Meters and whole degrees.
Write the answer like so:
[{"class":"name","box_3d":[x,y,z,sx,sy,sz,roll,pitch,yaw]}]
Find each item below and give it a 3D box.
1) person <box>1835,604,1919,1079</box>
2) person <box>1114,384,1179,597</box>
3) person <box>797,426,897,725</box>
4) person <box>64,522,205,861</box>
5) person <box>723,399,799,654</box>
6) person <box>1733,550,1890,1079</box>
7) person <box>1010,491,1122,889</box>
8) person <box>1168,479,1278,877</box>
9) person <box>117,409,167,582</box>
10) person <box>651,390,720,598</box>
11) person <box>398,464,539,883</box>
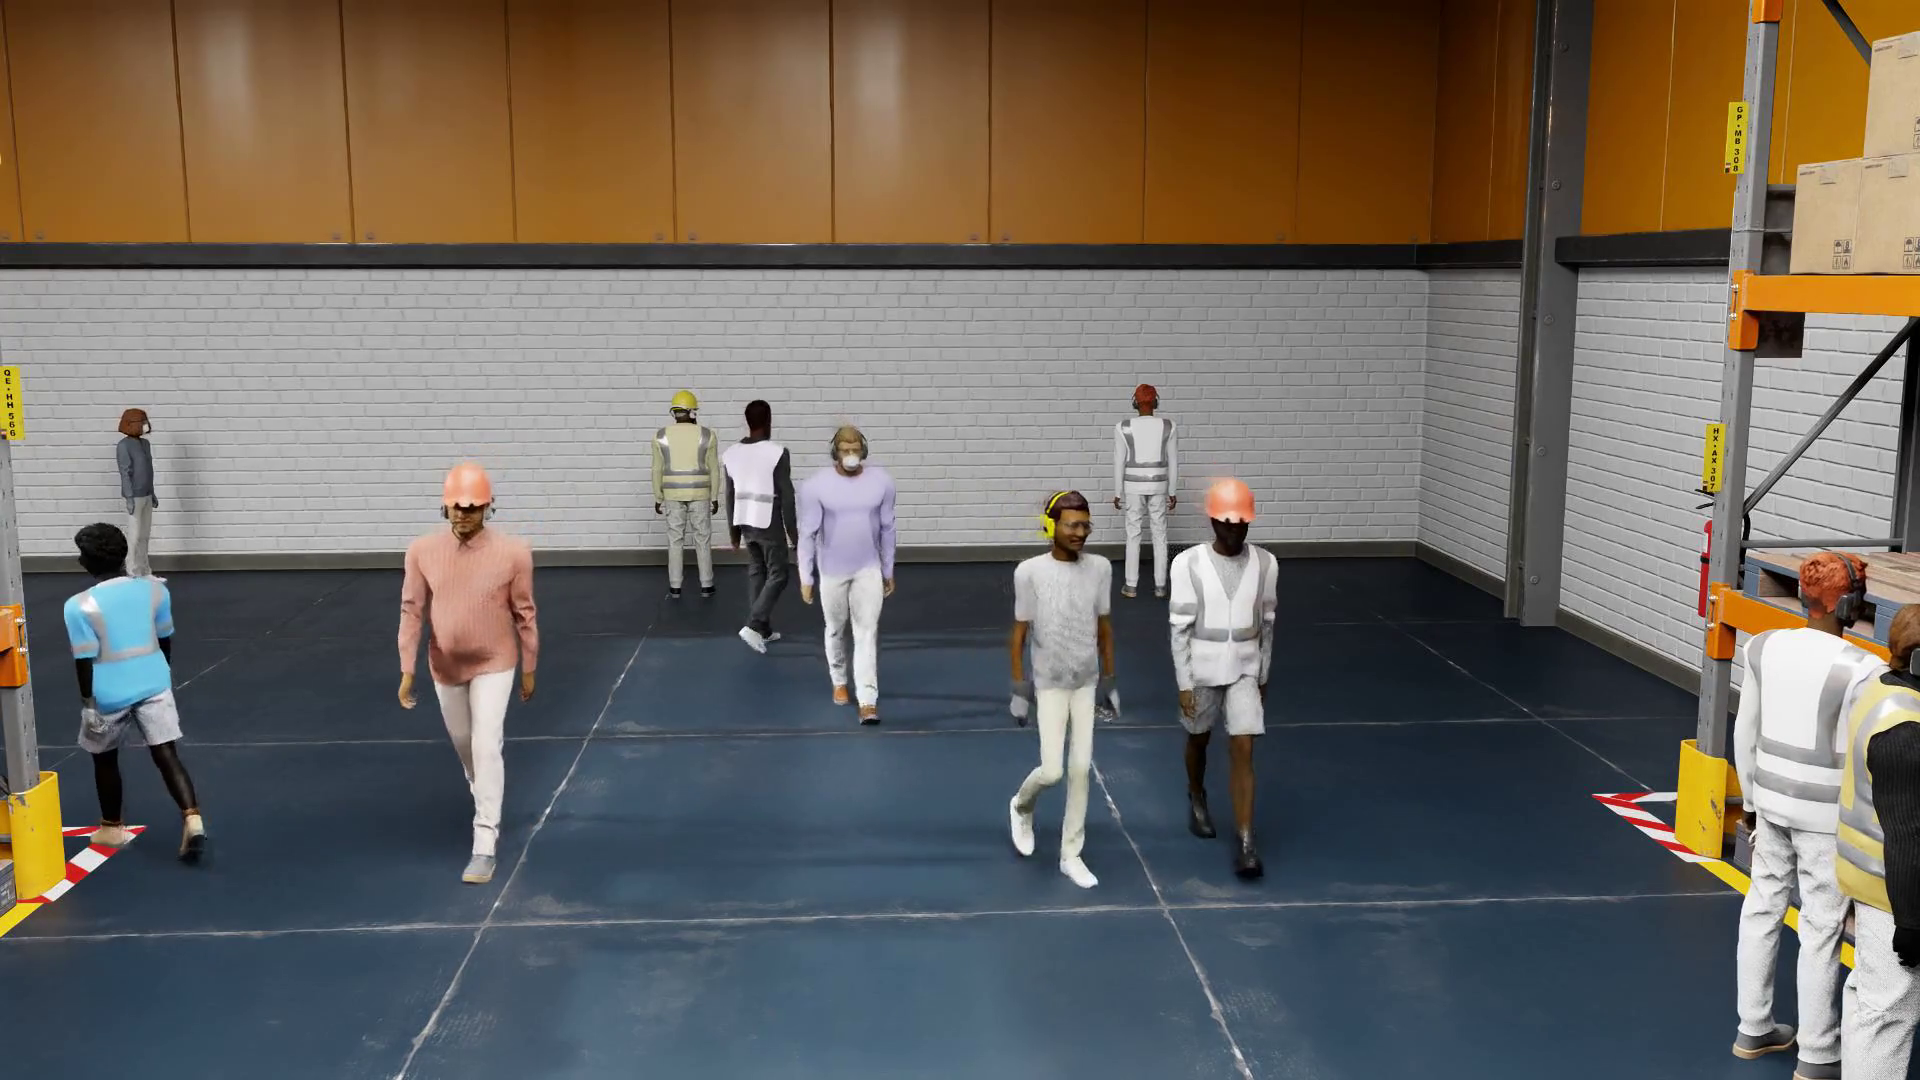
[{"class":"person","box_3d":[2.965,1.097,5.194,0.429,1.844,0.625,4,10,25]},{"class":"person","box_3d":[1.636,-0.424,14.662,0.582,1.889,0.427,0,9,-2]},{"class":"person","box_3d":[-0.714,0.209,10.650,0.654,1.882,1.044,-2,9,-11]},{"class":"person","box_3d":[-3.978,0.739,8.031,0.834,1.669,0.539,7,11,38]},{"class":"person","box_3d":[-1.510,-0.105,12.569,0.615,1.917,0.605,6,11,32]},{"class":"person","box_3d":[2.992,0.970,5.865,0.358,1.882,0.574,-4,10,-22]},{"class":"person","box_3d":[0.488,0.677,7.807,0.516,1.855,0.526,-4,10,-24]},{"class":"person","box_3d":[1.269,0.629,8.049,0.551,1.871,1.041,-1,9,-4]},{"class":"person","box_3d":[-7.465,-0.380,15.132,0.268,1.631,0.514,0,9,-2]},{"class":"person","box_3d":[-2.406,-0.399,14.629,0.591,1.829,0.404,-1,9,-6]},{"class":"person","box_3d":[-2.367,0.586,8.093,0.617,1.954,1.002,0,9,1]}]
